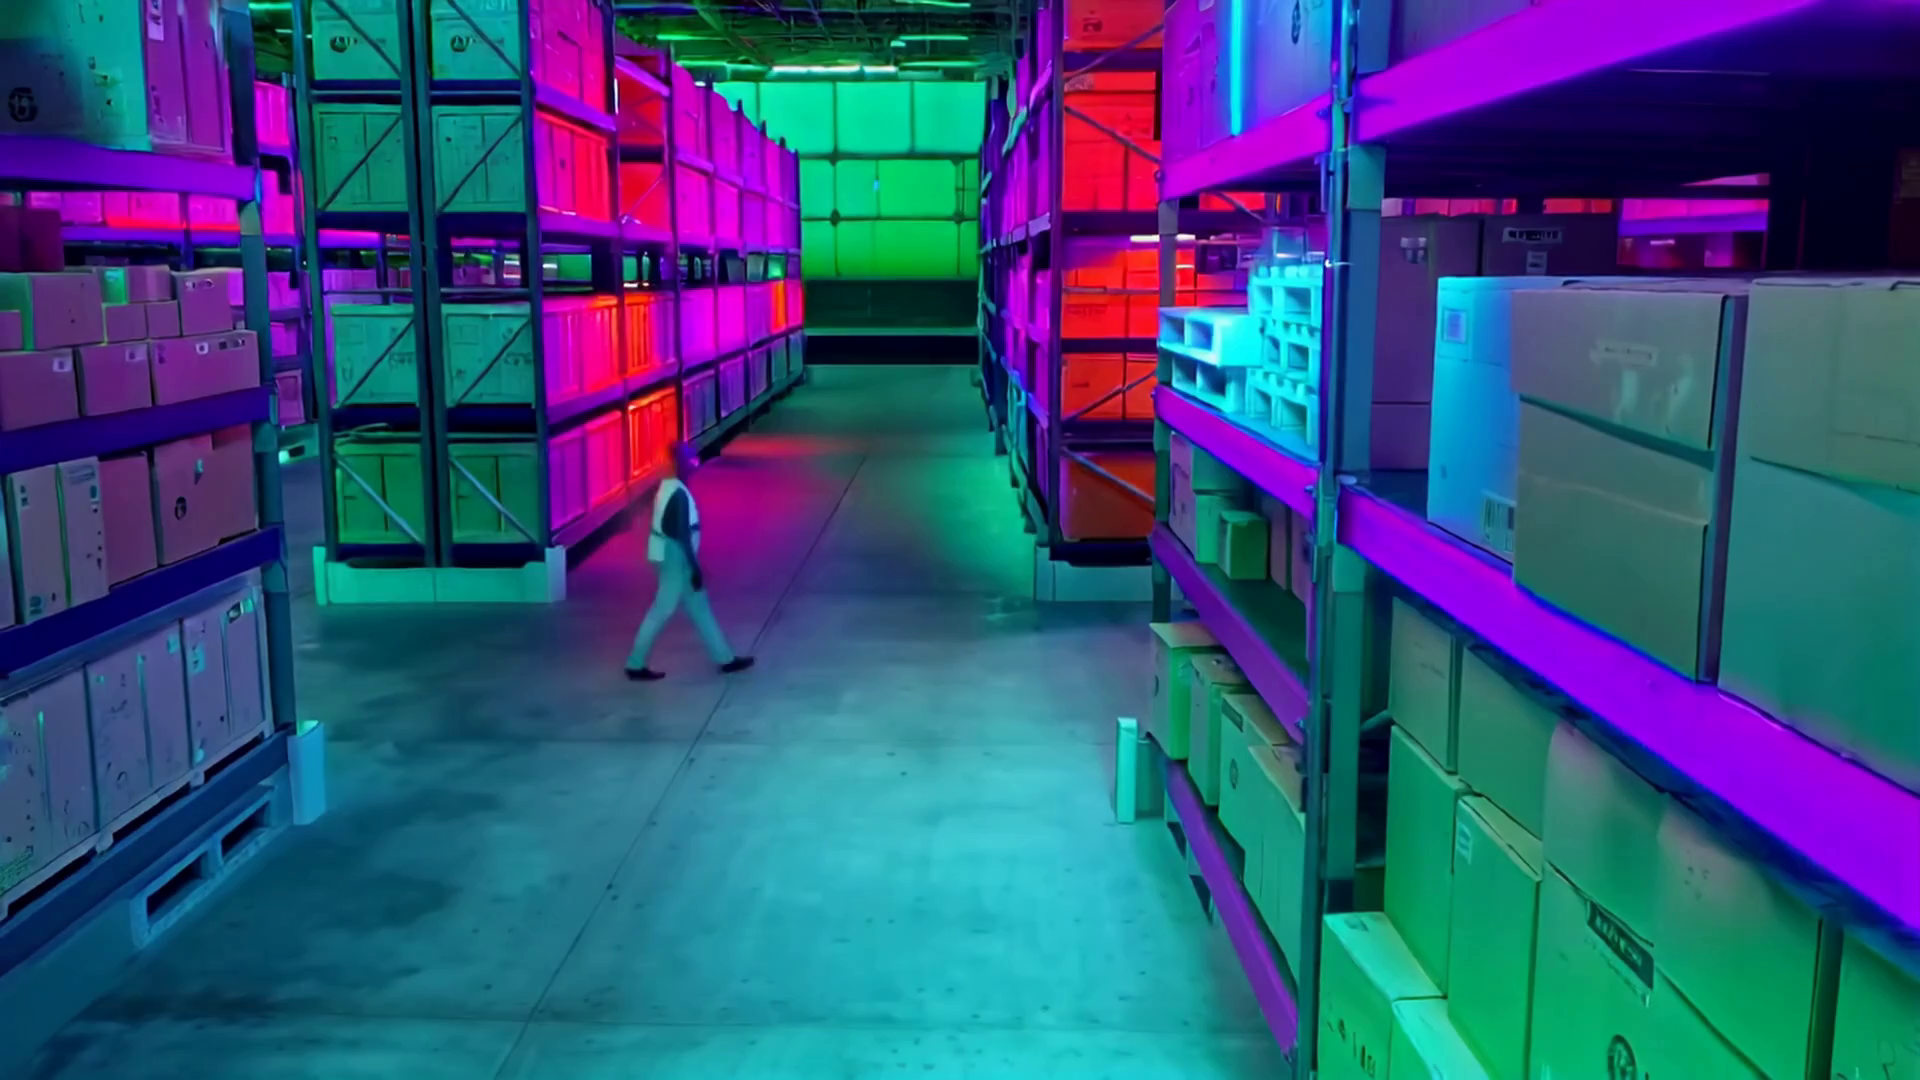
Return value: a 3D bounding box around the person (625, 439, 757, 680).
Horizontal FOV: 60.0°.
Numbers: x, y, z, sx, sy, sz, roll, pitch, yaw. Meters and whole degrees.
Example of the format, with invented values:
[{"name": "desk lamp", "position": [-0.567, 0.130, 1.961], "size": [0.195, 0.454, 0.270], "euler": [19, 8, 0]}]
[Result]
[{"name": "person", "position": [-2.034, 0.149, 12.271], "size": [0.992, 1.789, 0.590], "euler": [-2, 9, -10]}]
